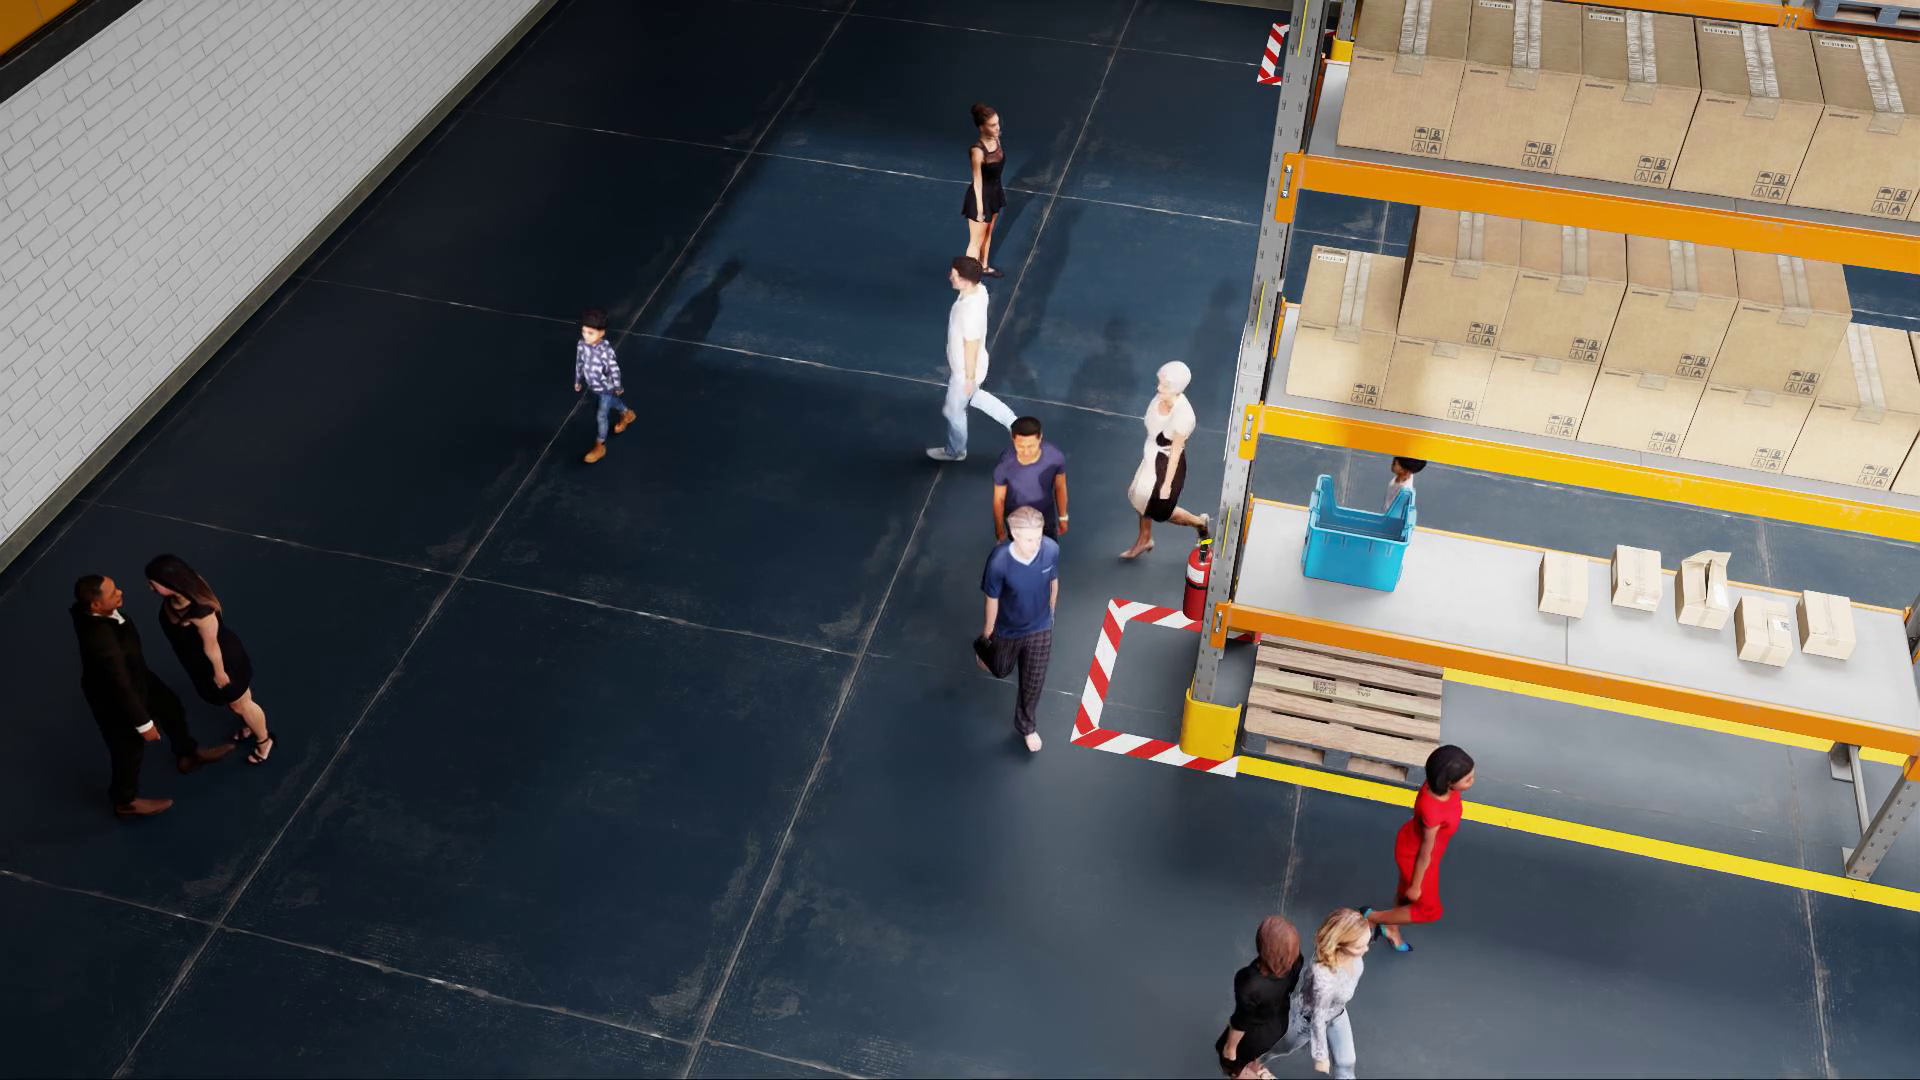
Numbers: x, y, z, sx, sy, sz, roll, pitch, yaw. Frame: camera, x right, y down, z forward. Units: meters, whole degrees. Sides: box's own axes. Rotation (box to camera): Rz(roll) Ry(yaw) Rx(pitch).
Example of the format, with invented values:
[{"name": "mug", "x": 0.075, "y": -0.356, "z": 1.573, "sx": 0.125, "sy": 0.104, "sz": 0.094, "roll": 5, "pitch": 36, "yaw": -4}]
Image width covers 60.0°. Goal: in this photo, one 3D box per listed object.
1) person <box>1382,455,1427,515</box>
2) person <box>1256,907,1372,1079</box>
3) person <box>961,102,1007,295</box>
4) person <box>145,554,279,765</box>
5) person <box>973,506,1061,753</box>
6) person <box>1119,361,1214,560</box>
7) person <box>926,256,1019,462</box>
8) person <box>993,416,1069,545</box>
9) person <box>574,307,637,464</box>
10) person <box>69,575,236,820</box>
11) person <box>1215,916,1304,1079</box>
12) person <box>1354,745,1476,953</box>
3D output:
[{"name": "person", "x": 3.032, "y": -0.141, "z": 11.334, "sx": 0.534, "sy": 1.249, "sz": 0.504, "roll": 12, "pitch": 45, "yaw": 12}, {"name": "person", "x": 1.707, "y": 2.347, "z": 8.355, "sx": 1.191, "sy": 1.756, "sz": 0.898, "roll": 26, "pitch": 50, "yaw": 25}, {"name": "person", "x": 0.205, "y": -2.864, "z": 13.884, "sx": 0.612, "sy": 1.674, "sz": 0.615, "roll": 18, "pitch": 47, "yaw": 18}, {"name": "person", "x": -4.518, "y": 0.707, "z": 10.108, "sx": 0.799, "sy": 1.713, "sz": 0.727, "roll": -26, "pitch": 49, "yaw": -24}, {"name": "person", "x": 0.331, "y": 0.456, "z": 10.278, "sx": 1.099, "sy": 1.842, "sz": 1.075, "roll": -14, "pitch": 45, "yaw": -14}, {"name": "person", "x": 1.478, "y": -0.495, "z": 11.352, "sx": 1.021, "sy": 1.738, "sz": 0.894, "roll": -8, "pitch": 44, "yaw": -9}, {"name": "person", "x": 0.145, "y": -1.264, "z": 12.085, "sx": 1.021, "sy": 1.840, "sz": 0.725, "roll": 7, "pitch": 44, "yaw": 7}, {"name": "person", "x": 0.447, "y": -0.194, "z": 11.011, "sx": 0.895, "sy": 1.771, "sz": 0.914, "roll": -8, "pitch": 44, "yaw": -8}, {"name": "person", "x": -2.664, "y": -1.231, "z": 12.497, "sx": 0.854, "sy": 1.225, "sz": 0.752, "roll": 27, "pitch": 50, "yaw": 25}, {"name": "person", "x": -4.980, "y": 0.939, "z": 9.760, "sx": 1.126, "sy": 1.858, "sz": 1.061, "roll": -21, "pitch": 47, "yaw": -20}, {"name": "person", "x": 1.543, "y": 2.481, "z": 8.265, "sx": 0.803, "sy": 1.686, "sz": 0.899, "roll": -33, "pitch": 53, "yaw": -30}, {"name": "person", "x": 2.422, "y": 1.707, "z": 9.046, "sx": 0.719, "sy": 1.730, "sz": 0.642, "roll": 17, "pitch": 46, "yaw": 17}]
